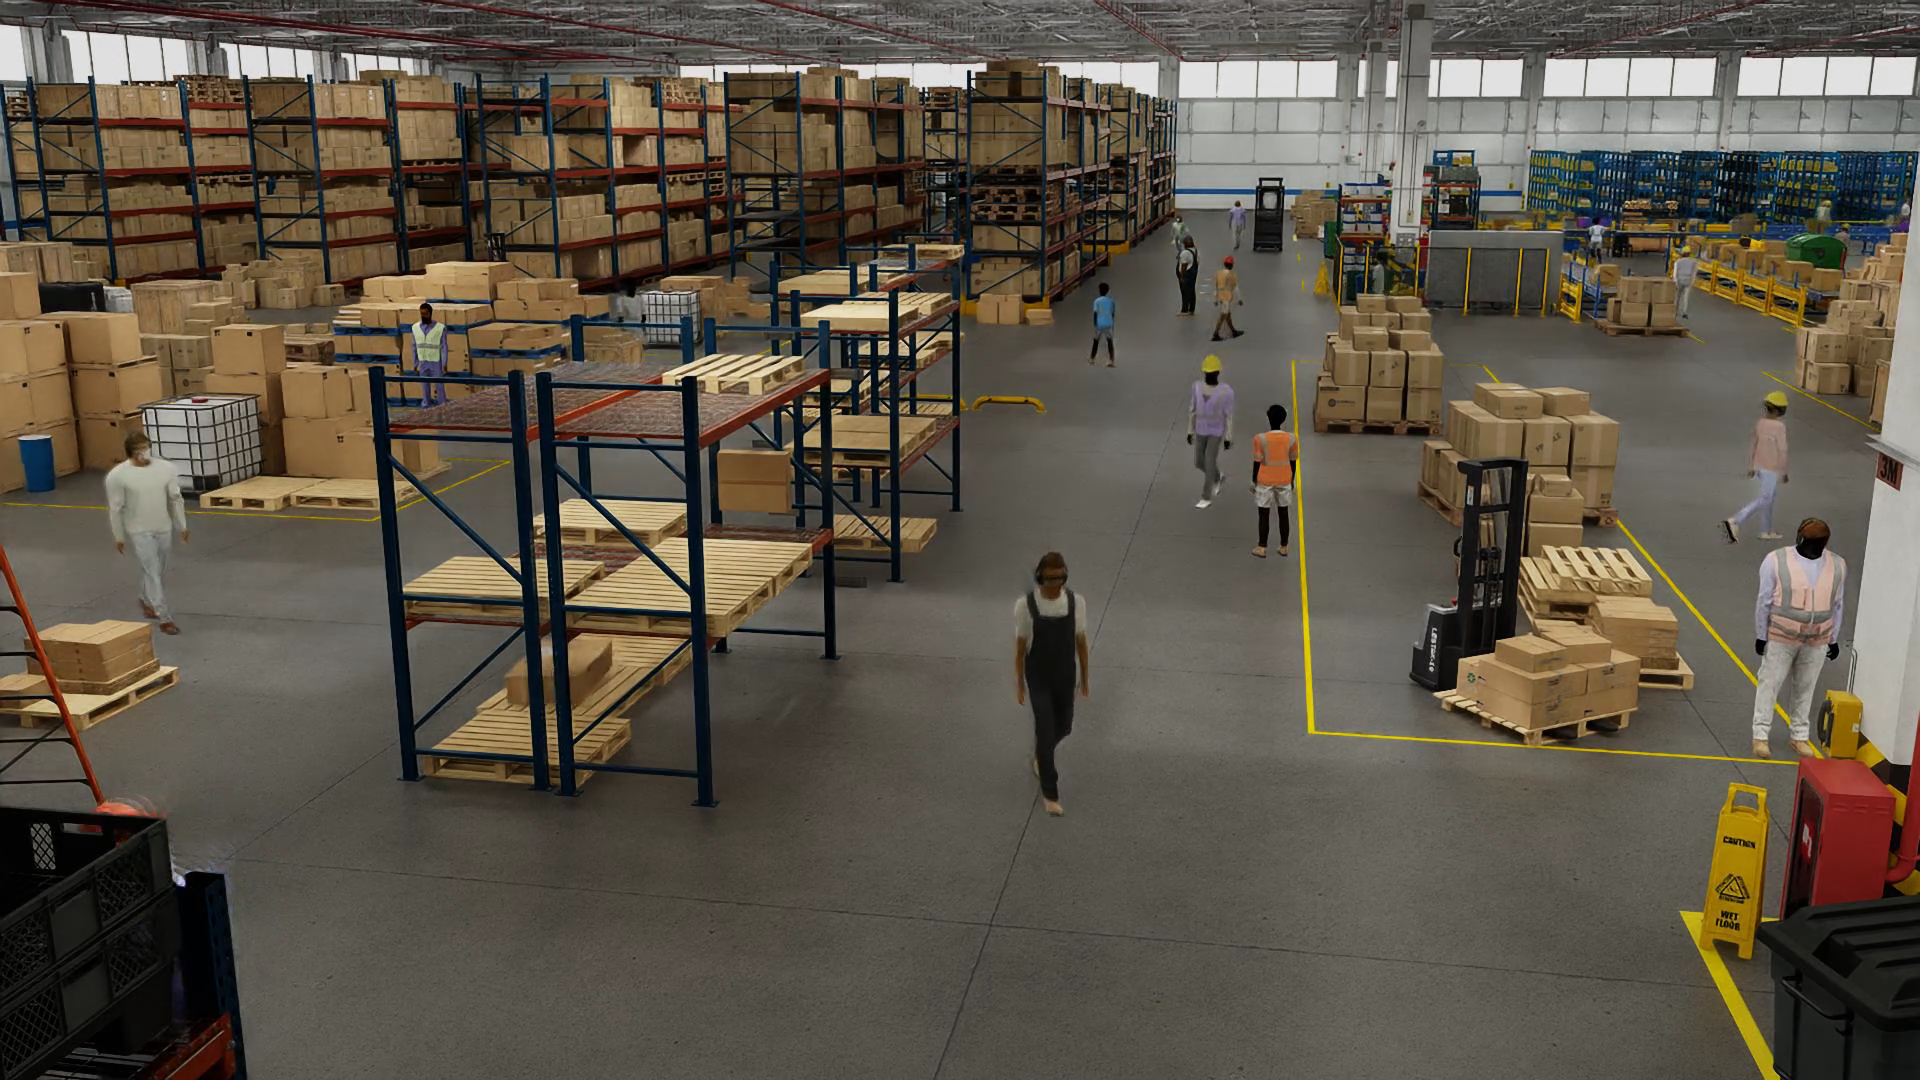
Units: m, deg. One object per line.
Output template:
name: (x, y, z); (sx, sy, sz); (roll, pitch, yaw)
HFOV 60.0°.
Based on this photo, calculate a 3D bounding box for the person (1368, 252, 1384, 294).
person: (9.683, -5.814, 38.953); (0.722, 1.838, 0.546); (7, 16, 28)

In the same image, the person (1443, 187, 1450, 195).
person: (23.520, -16.153, 80.603); (0.374, 1.997, 0.609); (-9, 16, -33)

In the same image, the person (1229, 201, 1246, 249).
person: (10.997, -12.508, 66.029); (0.658, 1.881, 0.984); (2, 14, 10)

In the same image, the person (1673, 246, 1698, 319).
person: (18.148, -6.458, 41.699); (0.582, 1.785, 0.952); (3, 14, 10)

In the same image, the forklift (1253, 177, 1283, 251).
forklift: (12.083, -12.747, 64.956); (1.129, 2.768, 1.873); (3, 14, 10)

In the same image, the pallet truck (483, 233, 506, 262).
pallet truck: (-11.832, -7.026, 43.548); (1.885, 1.965, 0.823); (8, 16, 28)

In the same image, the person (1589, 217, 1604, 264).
person: (22.267, -10.456, 58.179); (0.538, 1.646, 0.861); (1, 14, 6)

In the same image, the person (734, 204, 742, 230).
person: (-9.604, -13.829, 71.320); (0.570, 1.924, 0.503); (0, 14, 1)

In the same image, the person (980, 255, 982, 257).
person: (0.841, -9.280, 53.316); (0.533, 1.697, 0.318); (-8, 16, -28)

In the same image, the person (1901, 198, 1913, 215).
person: (39.436, -13.273, 69.148); (0.755, 1.880, 0.672); (4, 15, 18)

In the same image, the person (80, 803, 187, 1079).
person: (-3.503, 2.006, 7.152); (0.564, 1.880, 1.011); (0, 14, 0)

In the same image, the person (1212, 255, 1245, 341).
person: (6.026, -5.401, 37.170); (0.992, 1.882, 0.549); (-7, 16, -28)

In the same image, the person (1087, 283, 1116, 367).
person: (2.849, -4.288, 33.128); (0.547, 1.644, 0.893); (-6, 15, -25)

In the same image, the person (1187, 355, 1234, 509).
person: (3.153, -1.374, 20.775); (0.607, 1.909, 0.660); (12, 18, 40)

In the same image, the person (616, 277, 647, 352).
person: (-6.203, -4.003, 31.365); (0.625, 1.947, 0.597); (-13, 19, -43)

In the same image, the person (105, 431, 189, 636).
person: (-7.662, -0.105, 15.670); (0.994, 1.906, 0.637); (11, 18, 39)

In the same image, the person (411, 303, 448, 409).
person: (-8.517, -2.852, 26.765); (0.591, 1.919, 0.390); (1, 14, 5)

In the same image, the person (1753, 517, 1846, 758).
person: (6.247, 0.729, 12.397); (0.621, 1.839, 0.429); (1, 14, 5)

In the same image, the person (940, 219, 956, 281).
person: (-0.306, -9.047, 51.944); (0.654, 1.904, 0.406); (-8, 16, -29)

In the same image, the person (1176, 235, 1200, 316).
person: (5.727, -6.696, 42.116); (0.537, 2.000, 0.689); (12, 18, 40)

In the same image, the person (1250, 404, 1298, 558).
person: (3.437, -0.642, 18.246); (0.542, 1.695, 0.316); (-3, 14, -12)

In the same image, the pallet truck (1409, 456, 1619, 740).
pallet truck: (4.504, 0.400, 13.395); (0.823, 1.965, 1.885); (-6, 15, -23)

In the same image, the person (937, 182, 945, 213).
person: (-1.078, -19.536, 94.884); (0.463, 1.735, 0.562); (-7, 16, -27)

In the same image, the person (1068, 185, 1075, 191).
person: (5.756, -17.716, 87.290); (0.656, 1.831, 0.430); (0, 14, -1)

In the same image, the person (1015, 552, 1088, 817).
person: (0.617, 0.937, 11.597); (0.516, 1.822, 0.800); (-4, 14, -14)

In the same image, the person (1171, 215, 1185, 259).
person: (8.023, -11.118, 60.974); (0.503, 1.604, 0.777); (7, 16, 27)

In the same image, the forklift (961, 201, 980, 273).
forklift: (0.704, -10.208, 54.649); (1.129, 2.768, 1.873); (3, 14, 10)

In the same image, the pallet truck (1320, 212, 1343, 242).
pallet truck: (15.874, -13.227, 70.310); (0.680, 1.201, 1.601); (10, 17, 35)

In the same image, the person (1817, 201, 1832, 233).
person: (35.609, -13.097, 68.638); (0.485, 1.788, 0.636); (-4, 15, -18)

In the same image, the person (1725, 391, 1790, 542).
person: (9.114, -0.826, 18.899); (0.736, 1.740, 0.531); (-1, 14, -4)

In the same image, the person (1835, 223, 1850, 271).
person: (27.896, -9.140, 52.611); (0.329, 1.765, 0.533); (-7, 16, -27)
